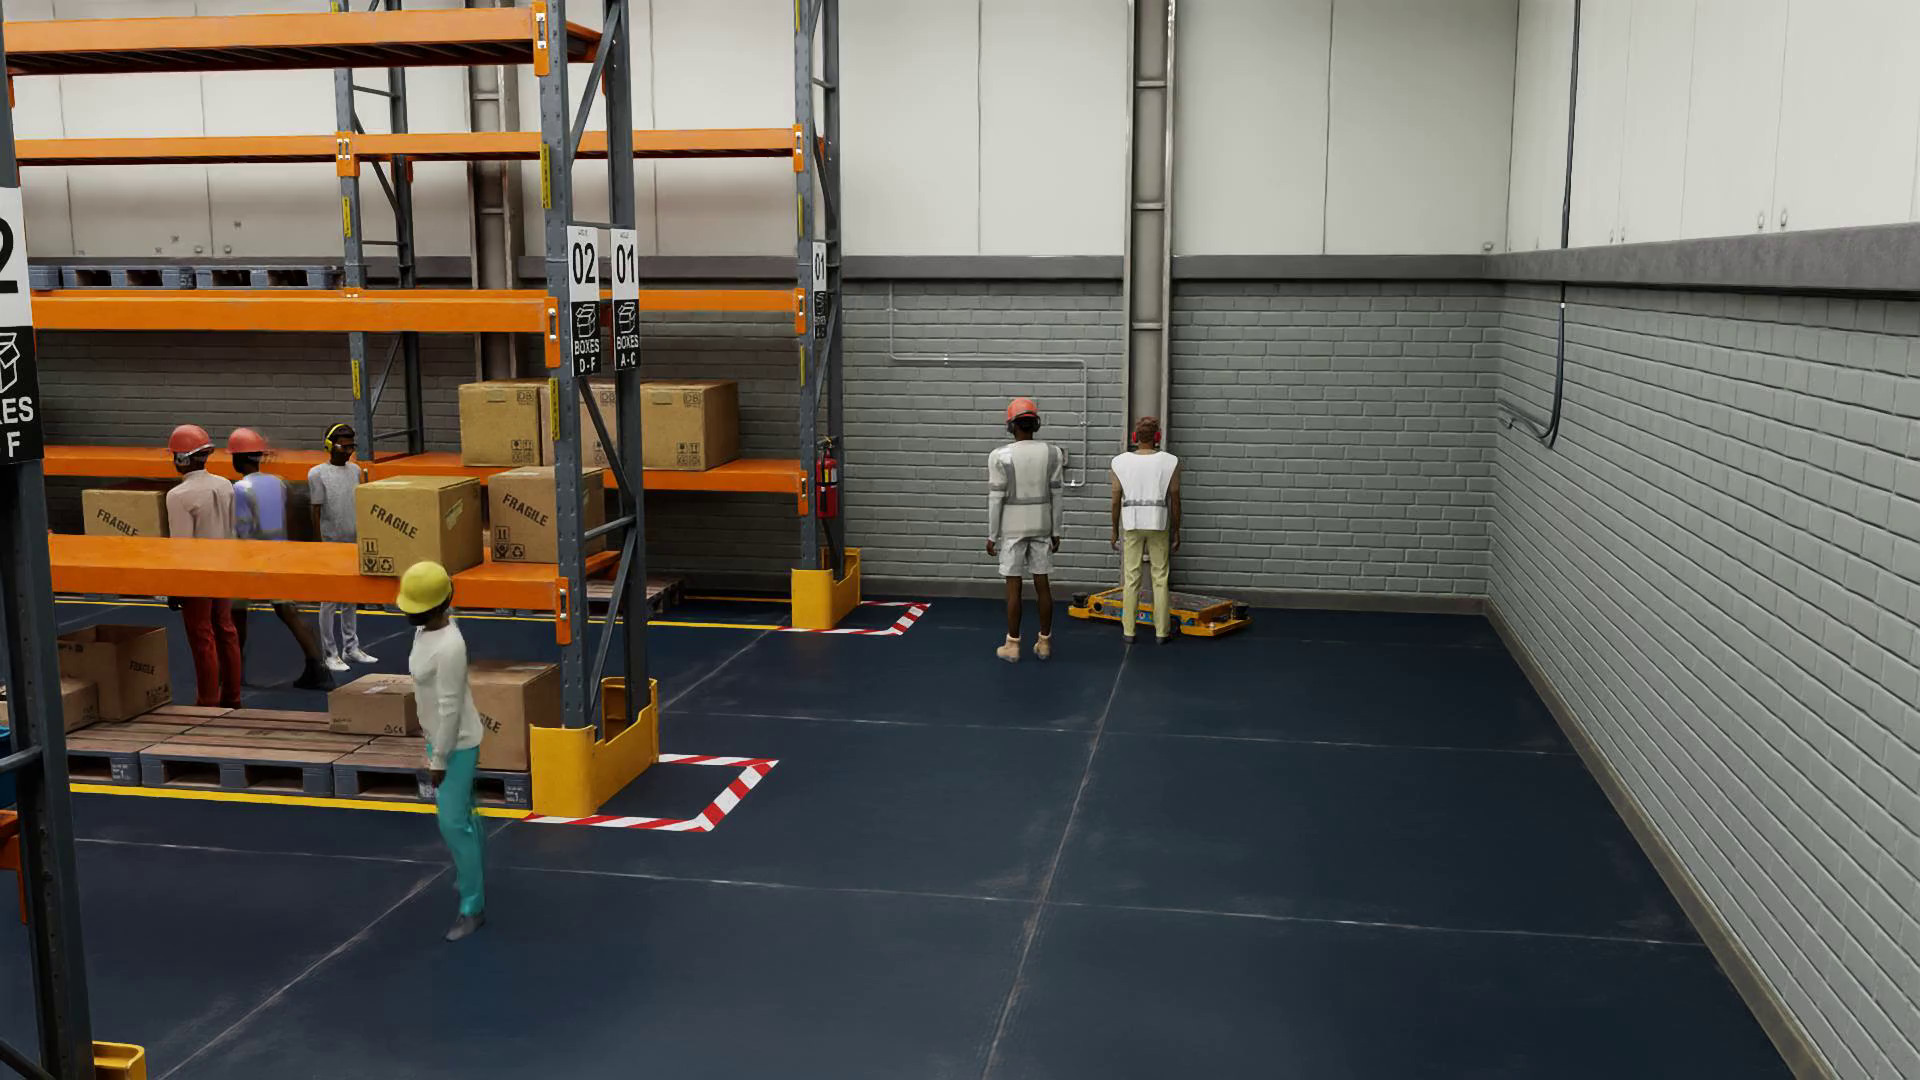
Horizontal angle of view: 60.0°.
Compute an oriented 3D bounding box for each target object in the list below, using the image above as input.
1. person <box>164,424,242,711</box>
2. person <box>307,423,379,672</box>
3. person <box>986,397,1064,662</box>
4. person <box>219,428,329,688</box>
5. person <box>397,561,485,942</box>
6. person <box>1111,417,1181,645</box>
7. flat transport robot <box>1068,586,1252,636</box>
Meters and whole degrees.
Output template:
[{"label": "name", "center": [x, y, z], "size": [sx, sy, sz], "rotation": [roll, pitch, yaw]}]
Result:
[{"label": "person", "center": [-5.007, 0.233, 10.979], "size": [0.375, 1.995, 0.609], "rotation": [1, 9, 9]}, {"label": "person", "center": [-4.648, 0.049, 12.533], "size": [0.327, 1.865, 0.521], "rotation": [4, 10, 24]}, {"label": "person", "center": [0.488, -0.077, 12.788], "size": [0.605, 2.034, 0.389], "rotation": [-3, 10, -18]}, {"label": "person", "center": [-4.985, 0.142, 11.893], "size": [0.986, 1.891, 0.570], "rotation": [3, 10, 17]}, {"label": "person", "center": [-2.367, 0.917, 7.594], "size": [0.378, 1.726, 0.707], "rotation": [-5, 10, -27]}, {"label": "person", "center": [1.484, -0.065, 13.313], "size": [0.563, 1.838, 0.389], "rotation": [1, 9, 9]}, {"label": "flat transport robot", "center": [1.690, 0.586, 14.122], "size": [1.431, 0.197, 0.652], "rotation": [7, 12, 38]}]
